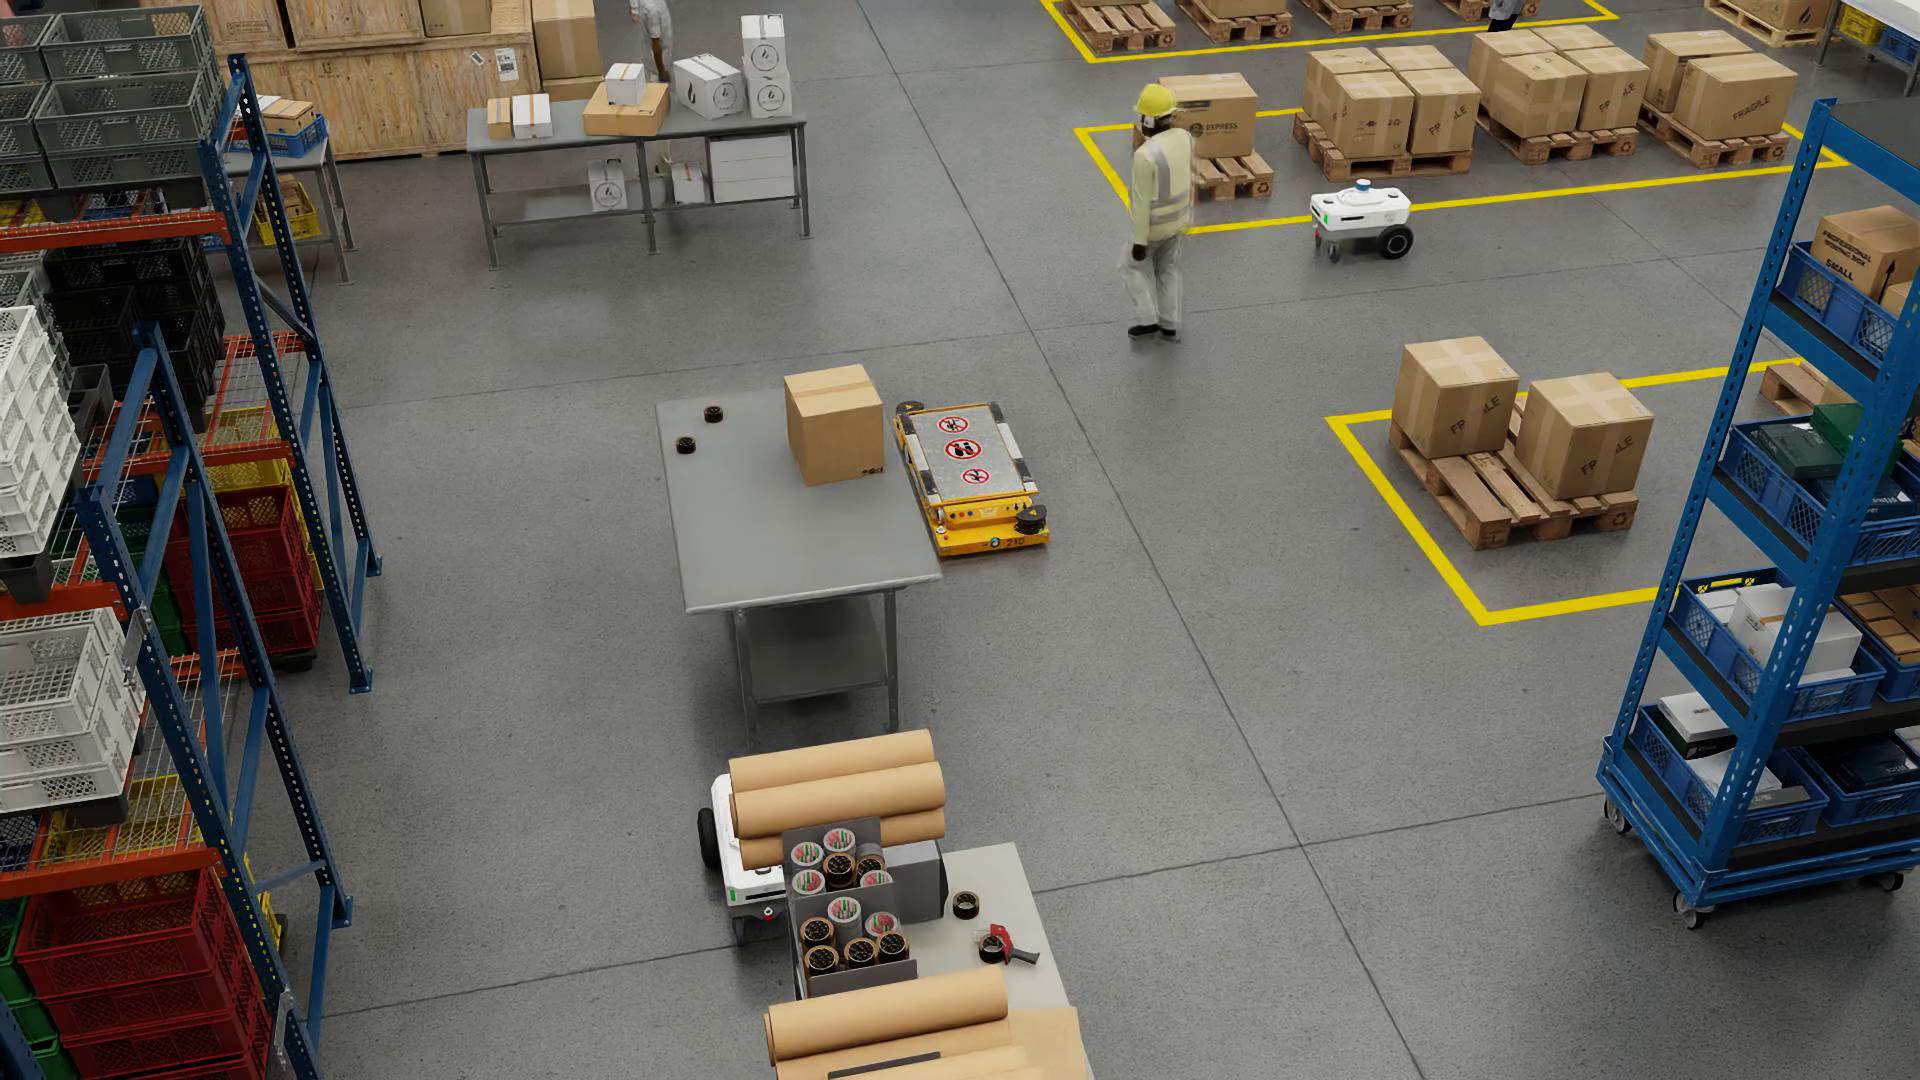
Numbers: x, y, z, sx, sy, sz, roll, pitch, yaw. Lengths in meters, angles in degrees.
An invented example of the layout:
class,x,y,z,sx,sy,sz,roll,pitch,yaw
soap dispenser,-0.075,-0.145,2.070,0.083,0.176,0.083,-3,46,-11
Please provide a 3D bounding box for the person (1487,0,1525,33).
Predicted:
class,x,y,z,sx,sy,sz,roll,pitch,yaw
person,5.029,-5.024,15.093,0.539,1.698,0.318,-30,46,-34

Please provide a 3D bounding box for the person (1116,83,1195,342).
class,x,y,z,sx,sy,sz,roll,pitch,yaw
person,1.302,-2.147,11.139,0.471,1.808,0.664,25,44,30

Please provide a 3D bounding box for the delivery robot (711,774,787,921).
class,x,y,z,sx,sy,sz,roll,pitch,yaw
delivery robot,-0.905,1.343,7.414,0.477,0.478,0.707,-8,37,-10

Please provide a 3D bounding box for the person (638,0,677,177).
class,x,y,z,sx,sy,sz,roll,pitch,yaw
person,-2.362,-3.747,13.236,0.329,1.871,0.513,-7,37,-9

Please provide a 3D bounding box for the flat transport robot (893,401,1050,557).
class,x,y,z,sx,sy,sz,roll,pitch,yaw
flat transport robot,0.046,-0.430,10.108,0.652,0.197,1.431,-8,37,-10

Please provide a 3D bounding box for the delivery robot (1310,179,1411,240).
class,x,y,z,sx,sy,sz,roll,pitch,yaw
delivery robot,3.012,-2.483,12.556,0.707,0.478,0.477,-7,37,-9
